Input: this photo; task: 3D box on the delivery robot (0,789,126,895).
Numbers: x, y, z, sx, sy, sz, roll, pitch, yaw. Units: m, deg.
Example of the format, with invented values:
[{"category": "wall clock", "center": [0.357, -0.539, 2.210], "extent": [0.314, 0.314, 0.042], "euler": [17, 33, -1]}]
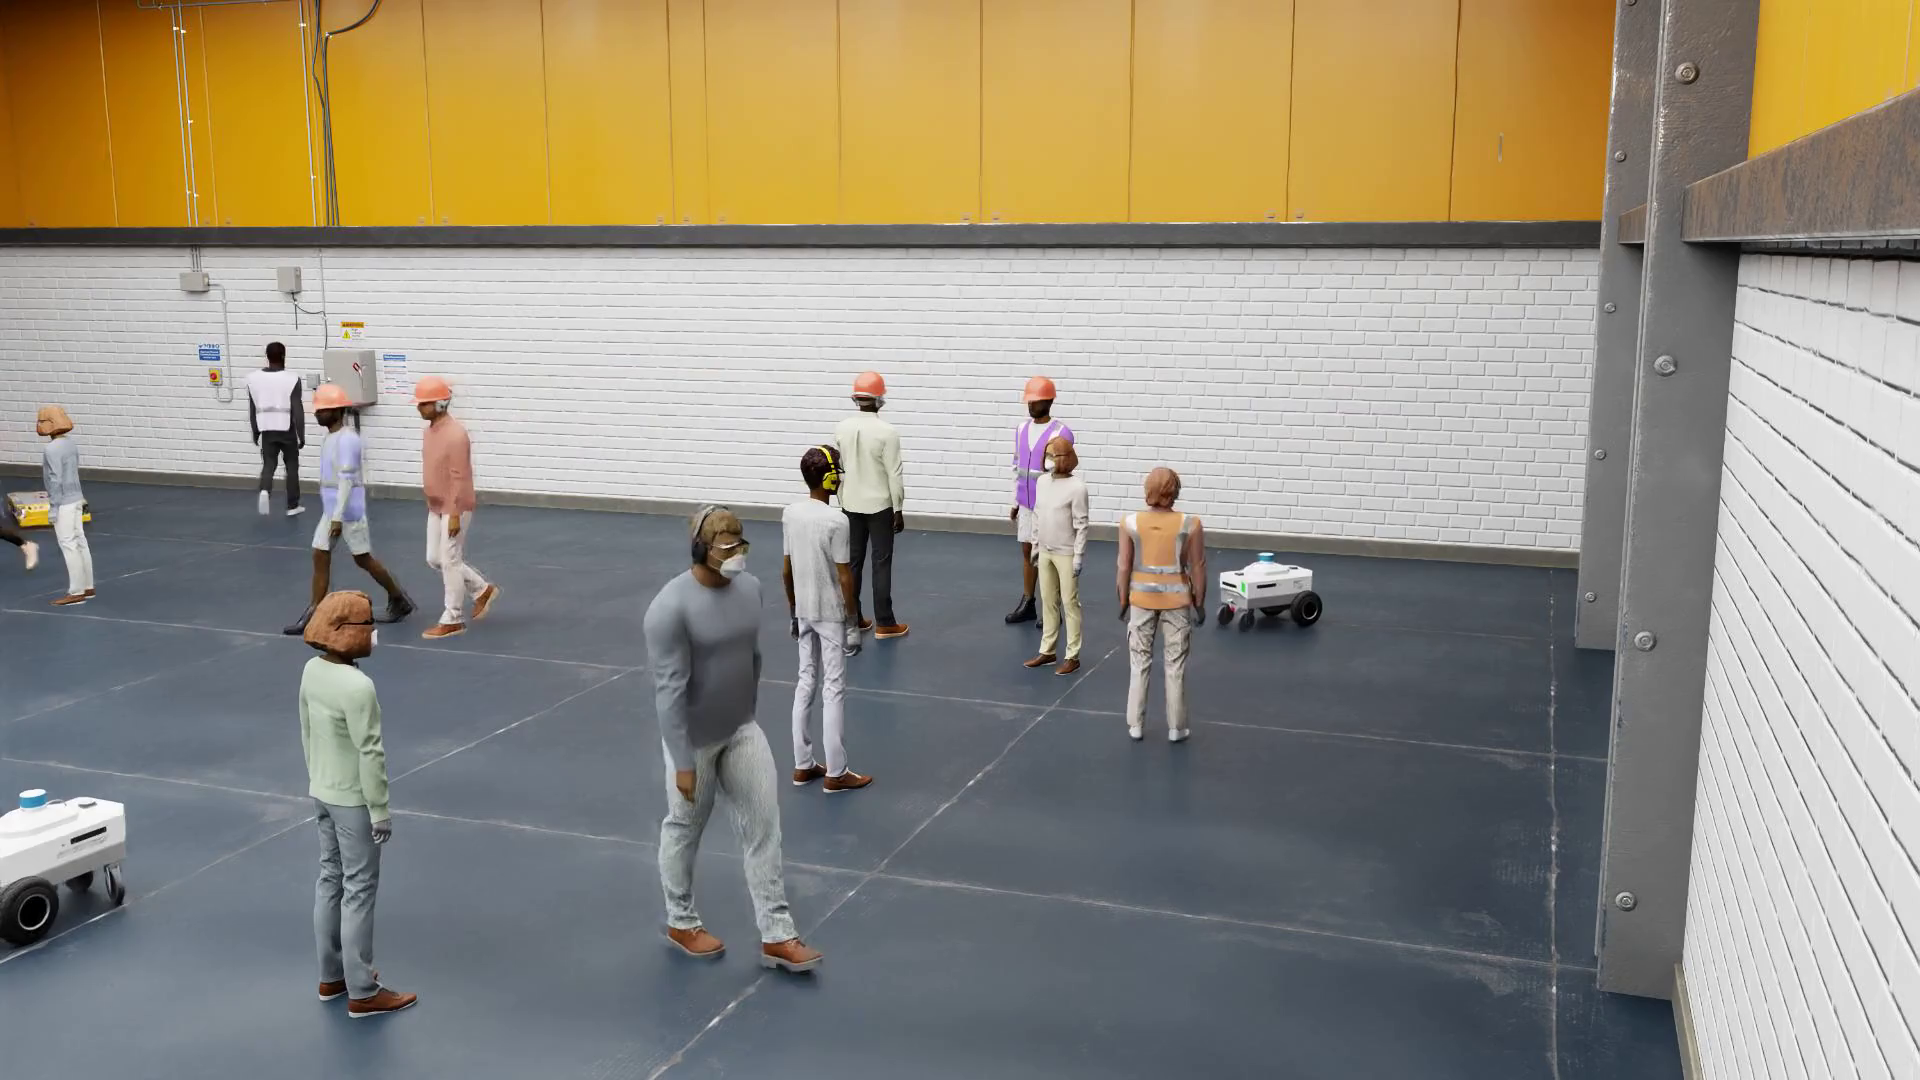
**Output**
[{"category": "delivery robot", "center": [-4.018, 1.331, 7.246], "extent": [0.477, 0.478, 0.707], "euler": [4, 11, 23]}]

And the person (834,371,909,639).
[{"category": "person", "center": [-0.665, -0.261, 12.411], "extent": [0.612, 1.997, 0.375], "euler": [7, 12, 33]}]

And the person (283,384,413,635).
[{"category": "person", "center": [-4.676, -0.247, 12.653], "extent": [0.956, 1.903, 0.550], "euler": [-9, 14, -42]}]

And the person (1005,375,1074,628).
[{"category": "person", "center": [0.605, -0.294, 12.760], "extent": [0.545, 1.940, 0.352], "euler": [8, 13, 40]}]

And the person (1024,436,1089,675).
[{"category": "person", "center": [0.668, 0.102, 11.386], "extent": [0.281, 1.635, 0.498], "euler": [-8, 13, -40]}]

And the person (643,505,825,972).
[{"category": "person", "center": [-0.910, 0.815, 6.612], "extent": [0.905, 1.900, 0.642], "euler": [8, 13, 38]}]

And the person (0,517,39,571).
[{"category": "person", "center": [-8.457, -0.452, 14.410], "extent": [0.573, 1.668, 0.667], "euler": [5, 11, 28]}]

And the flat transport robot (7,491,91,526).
[{"category": "flat transport robot", "center": [-9.780, -0.360, 17.829], "extent": [0.652, 0.197, 1.431], "euler": [-7, 12, -33]}]

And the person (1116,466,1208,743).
[{"category": "person", "center": [1.183, 0.388, 9.777], "extent": [0.535, 1.636, 0.328], "euler": [3, 10, 14]}]

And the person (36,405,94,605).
[{"category": "person", "center": [-7.311, -0.285, 13.570], "extent": [0.266, 1.631, 0.507], "euler": [-1, 10, -8]}]

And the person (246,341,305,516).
[{"category": "person", "center": [-7.345, -1.181, 17.874], "extent": [0.615, 1.898, 0.666], "euler": [0, 10, -1]}]

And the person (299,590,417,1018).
[{"category": "person", "center": [-2.324, 0.995, 6.361], "extent": [0.507, 1.631, 0.278], "euler": [10, 14, 43]}]

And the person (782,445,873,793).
[{"category": "person", "center": [-0.726, 0.421, 8.931], "extent": [0.513, 1.872, 0.328], "euler": [8, 13, 39]}]

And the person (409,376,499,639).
[{"category": "person", "center": [-3.796, -0.256, 12.478], "extent": [0.617, 1.973, 0.616], "euler": [-10, 14, -43]}]

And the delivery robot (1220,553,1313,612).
[{"category": "delivery robot", "center": [2.357, 0.342, 12.813], "extent": [0.707, 0.478, 0.477], "euler": [-5, 11, -27]}]
